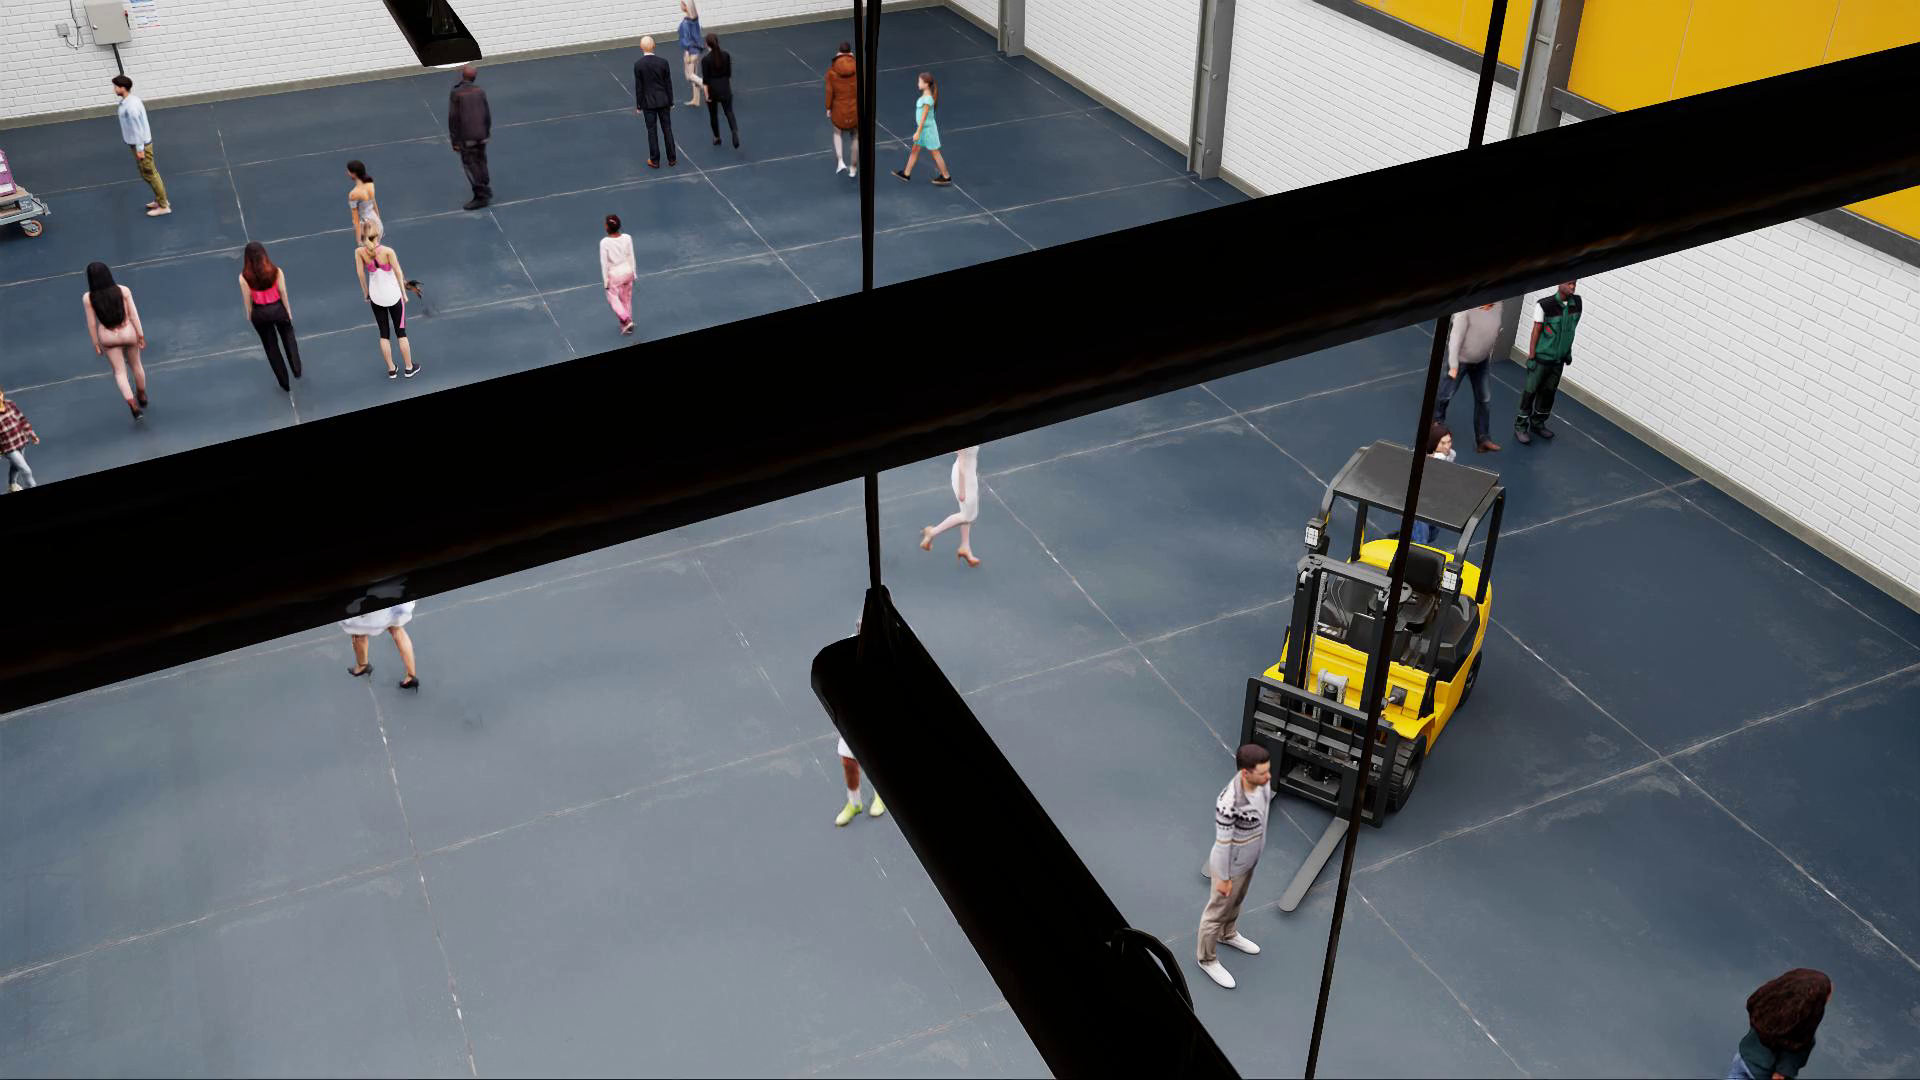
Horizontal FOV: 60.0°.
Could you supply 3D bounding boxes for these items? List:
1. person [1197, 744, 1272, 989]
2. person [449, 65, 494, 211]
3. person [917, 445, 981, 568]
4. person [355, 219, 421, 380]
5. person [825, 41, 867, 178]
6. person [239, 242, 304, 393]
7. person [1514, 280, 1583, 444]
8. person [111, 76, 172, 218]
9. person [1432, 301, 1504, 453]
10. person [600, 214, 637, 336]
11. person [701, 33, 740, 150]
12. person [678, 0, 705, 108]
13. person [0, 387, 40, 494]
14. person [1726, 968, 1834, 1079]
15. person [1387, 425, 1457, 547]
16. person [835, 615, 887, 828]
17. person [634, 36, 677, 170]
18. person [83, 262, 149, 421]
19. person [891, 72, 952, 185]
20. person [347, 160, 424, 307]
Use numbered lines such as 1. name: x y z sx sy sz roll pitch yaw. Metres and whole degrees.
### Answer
1. person: 1.773 2.026 10.712 0.757 1.861 0.770 22 39 29
2. person: -6.374 -5.272 21.762 0.855 1.783 0.935 19 38 26
3. person: -0.055 -0.520 14.615 0.862 1.781 0.846 5 34 7
4. person: -6.107 -2.562 17.681 0.676 1.787 0.654 -1 34 -2
5. person: -1.520 -5.774 22.485 0.846 1.820 0.888 -3 34 -5
6. person: -7.212 -2.319 17.441 0.617 1.648 0.673 -19 38 -26
7. person: 5.860 -1.848 16.560 0.694 1.839 0.615 -12 35 -17
8. person: -10.574 -5.104 21.486 0.742 1.809 0.502 -13 36 -18
9. person: 4.991 -1.818 16.498 0.826 1.858 1.179 -12 35 -17
10. person: -3.784 -2.946 18.575 0.599 1.437 0.727 -19 38 -26
11. person: -3.354 -6.258 23.373 0.591 1.641 0.938 -16 37 -22
12. person: -3.912 -7.278 24.872 0.950 1.681 0.915 8 34 12
13. person: -8.988 -0.924 15.681 0.927 1.274 0.885 10 35 15
14. person: 4.491 3.032 9.456 0.850 1.576 1.063 -6 34 -8
15. person: 4.005 -0.319 14.465 0.639 1.612 0.861 -16 37 -23
16. person: -0.598 1.207 11.978 0.864 1.823 0.924 13 36 19
17. person: -4.187 -6.014 22.866 0.692 1.797 0.604 -11 35 -16
18. person: -8.544 -1.995 16.905 0.681 1.702 1.001 -18 38 -25
19. person: -0.363 -5.479 22.317 0.856 1.513 1.044 -2 34 -4
20. person: -6.641 -3.444 18.999 1.031 1.796 1.024 8 34 12
